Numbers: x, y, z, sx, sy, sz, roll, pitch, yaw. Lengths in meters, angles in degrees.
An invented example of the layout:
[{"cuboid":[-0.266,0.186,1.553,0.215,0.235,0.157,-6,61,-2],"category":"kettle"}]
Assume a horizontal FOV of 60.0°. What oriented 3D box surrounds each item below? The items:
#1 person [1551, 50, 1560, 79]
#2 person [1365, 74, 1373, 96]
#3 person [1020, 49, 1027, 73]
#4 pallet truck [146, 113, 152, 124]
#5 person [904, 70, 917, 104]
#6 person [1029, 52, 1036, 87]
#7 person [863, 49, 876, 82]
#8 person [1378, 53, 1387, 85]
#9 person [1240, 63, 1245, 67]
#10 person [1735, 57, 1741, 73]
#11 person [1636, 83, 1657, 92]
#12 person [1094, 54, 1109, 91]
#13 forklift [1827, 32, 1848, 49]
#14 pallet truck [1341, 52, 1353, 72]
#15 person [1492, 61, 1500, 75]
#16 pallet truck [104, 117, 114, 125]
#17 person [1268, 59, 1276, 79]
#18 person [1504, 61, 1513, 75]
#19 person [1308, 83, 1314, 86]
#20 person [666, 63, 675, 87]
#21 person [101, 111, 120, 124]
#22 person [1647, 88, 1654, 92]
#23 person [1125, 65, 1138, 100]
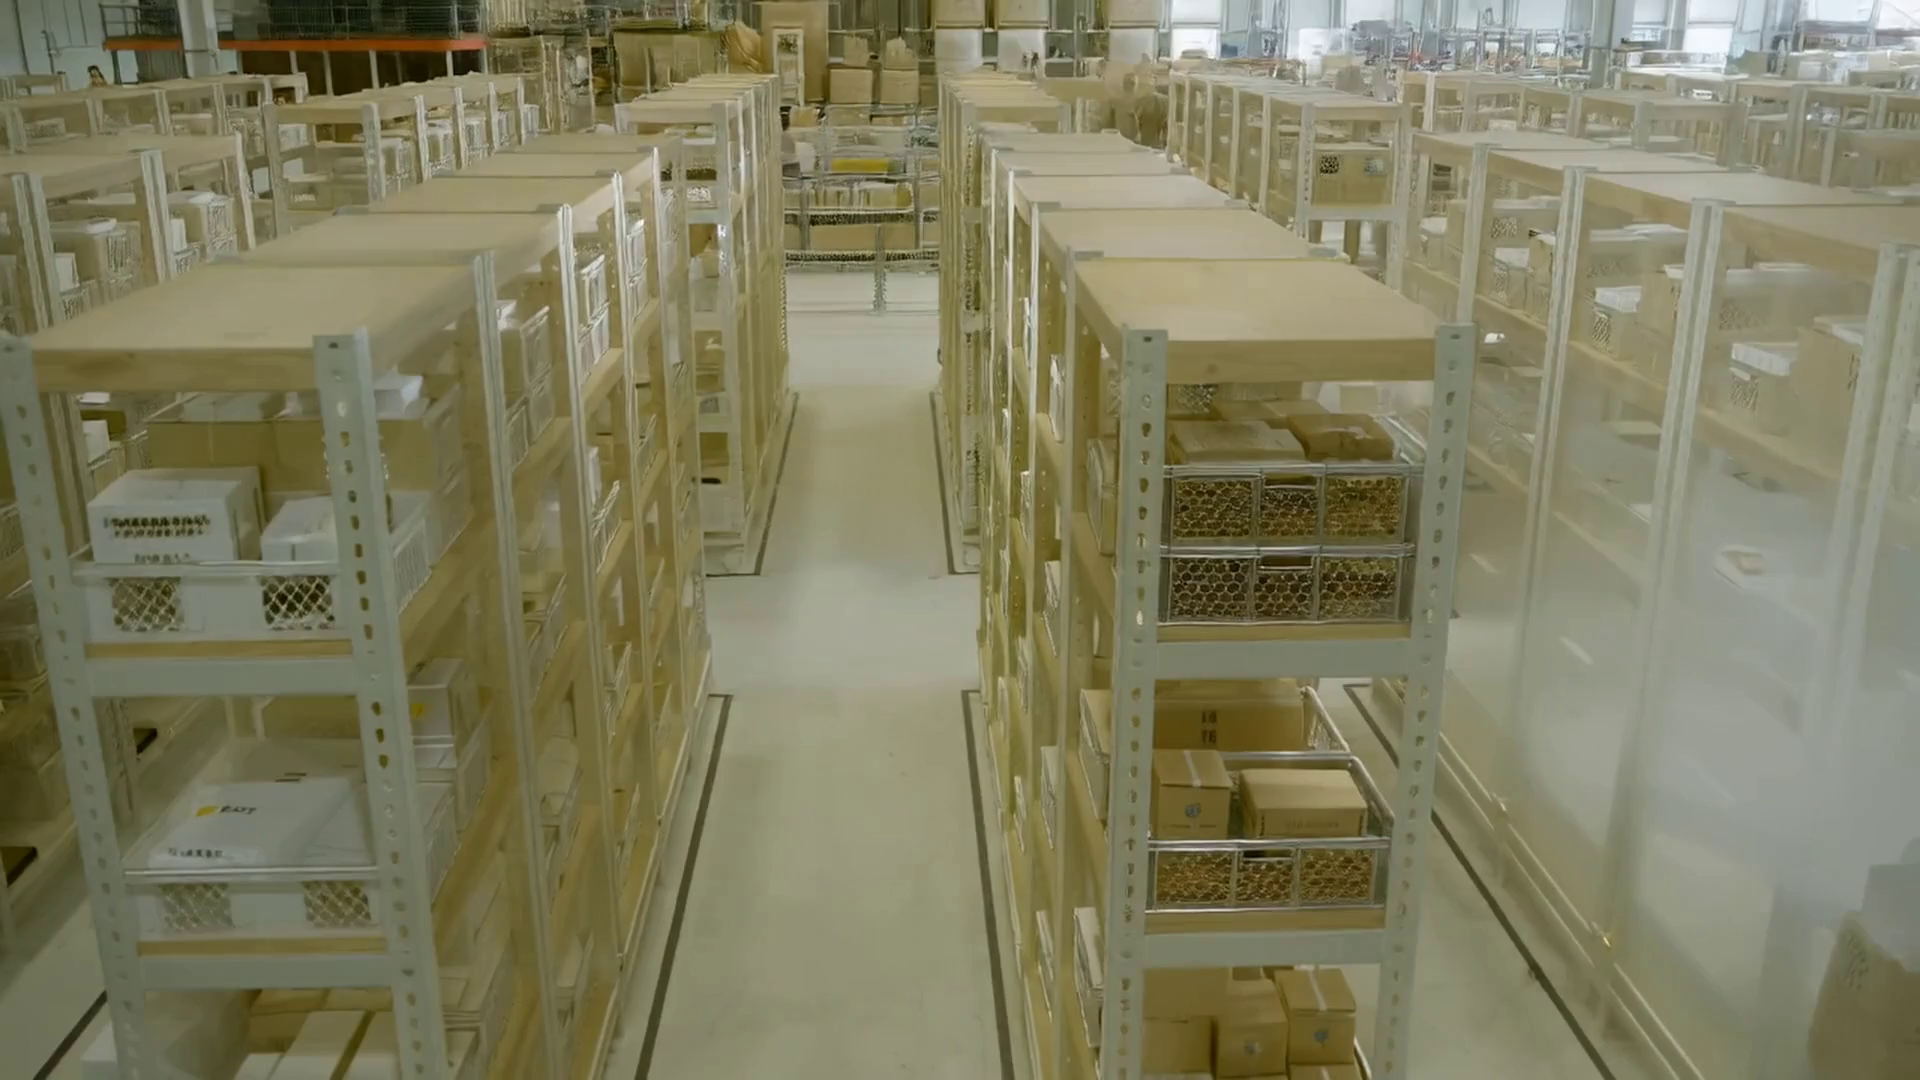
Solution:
[{"cuboid":[31.765,-25.158,88.718,1.004,1.882,0.572,-5,19,-16],"category":"person"},{"cuboid":[14.562,-15.691,59.452,0.334,1.864,0.521,0,18,0],"category":"person"},{"cuboid":[3.392,-25.848,90.809,0.571,1.911,0.591,6,19,18],"category":"person"},{"cuboid":[-18.087,-8.309,36.390,1.885,1.965,0.823,-1,18,-4],"category":"pallet truck"},{"cuboid":[-1.878,-16.724,62.528,0.552,1.935,0.374,9,20,26],"category":"person"},{"cuboid":[3.636,-23.513,83.516,0.384,1.949,0.605,-5,19,-16],"category":"person"},{"cuboid":[-5.076,-26.636,93.411,0.947,1.794,0.621,-15,23,-39],"category":"person"},{"cuboid":[21.361,-23.745,84.354,0.519,1.887,0.738,-4,18,-11],"category":"person"},{"cuboid":[12.572,-20.370,74.125,0.495,1.743,0.308,12,21,32],"category":"person"},{"cuboid":[37.132,-22.124,79.380,0.884,1.855,0.584,-10,20,-28],"category":"person"},{"cuboid":[24.284,-15.614,58.927,0.690,2.000,0.901,14,23,37],"category":"person"},{"cuboid":[7.265,-23.838,84.789,0.978,1.793,0.640,-8,20,-24],"category":"person"},{"cuboid":[46.023,-25.321,87.619,1.129,2.768,1.873,-1,18,-2],"category":"forklift"},{"cuboid":[18.794,-23.123,82.231,0.823,1.965,1.885,-13,22,-35],"category":"pallet truck"},{"cuboid":[23.220,-19.823,72.234,0.329,1.865,0.513,-2,18,-7],"category":"person"},{"cuboid":[-18.367,-7.885,35.078,1.885,1.965,0.823,1,18,2],"category":"pallet truck"},{"cuboid":[15.077,-22.403,80.502,0.321,1.692,0.534,16,24,40],"category":"person"},{"cuboid":[24.087,-20.180,73.408,0.832,1.811,0.534,-10,20,-27],"category":"person"},{"cuboid":[11.915,-14.789,56.942,0.321,1.692,0.539,9,20,25],"category":"person"},{"cuboid":[-12.257,-19.410,70.987,0.972,1.831,0.601,-1,18,-5],"category":"person"},{"cuboid":[-21.171,-9.859,41.427,1.040,1.851,0.641,8,20,24],"category":"person"},{"cuboid":[21.499,-13.210,51.944,0.355,1.755,0.518,-9,20,-25],"category":"person"},{"cuboid":[6.882,-18.134,66.914,0.561,1.918,0.464,-6,19,-17],"category":"person"}]
